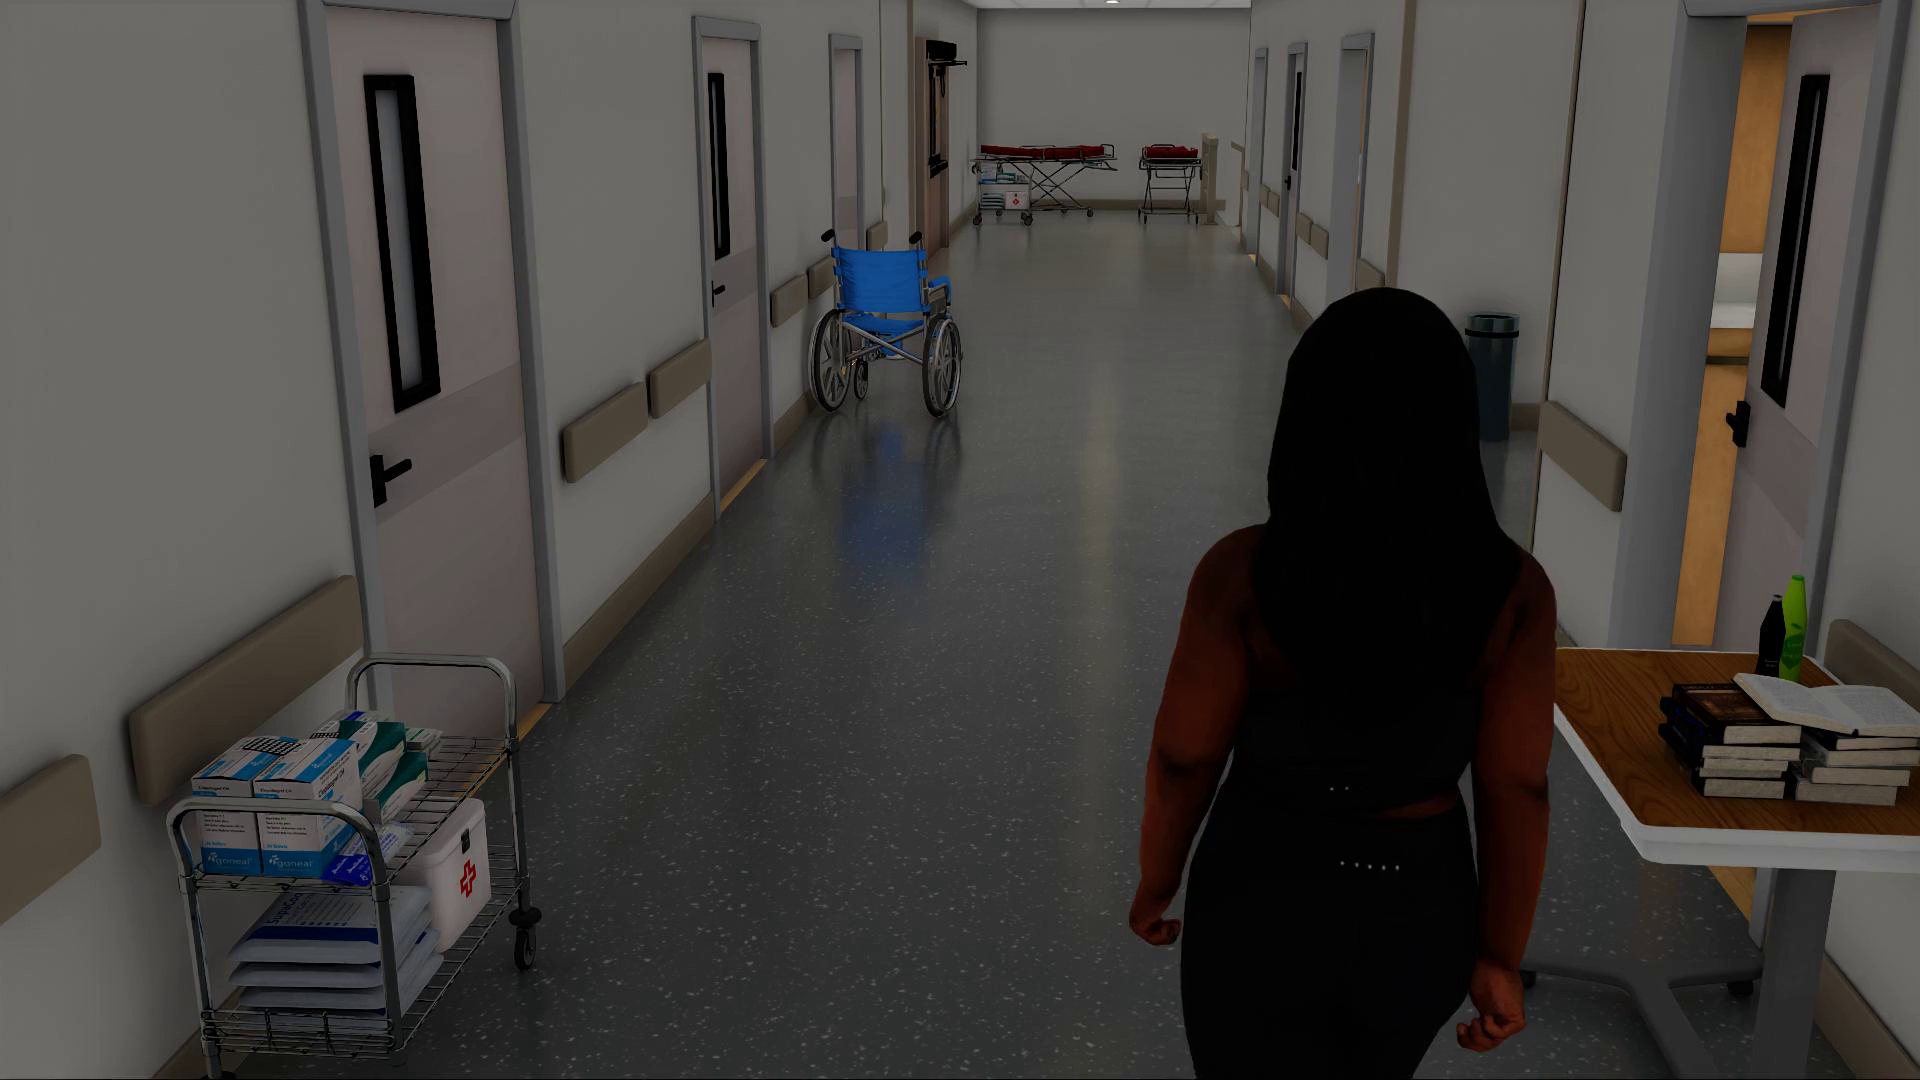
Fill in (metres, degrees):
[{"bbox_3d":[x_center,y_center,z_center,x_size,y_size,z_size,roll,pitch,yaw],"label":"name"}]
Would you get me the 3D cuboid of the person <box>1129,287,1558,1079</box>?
[{"bbox_3d":[0.506,0.605,2.236,0.725,1.760,1.200,0,16,2],"label":"person"}]
